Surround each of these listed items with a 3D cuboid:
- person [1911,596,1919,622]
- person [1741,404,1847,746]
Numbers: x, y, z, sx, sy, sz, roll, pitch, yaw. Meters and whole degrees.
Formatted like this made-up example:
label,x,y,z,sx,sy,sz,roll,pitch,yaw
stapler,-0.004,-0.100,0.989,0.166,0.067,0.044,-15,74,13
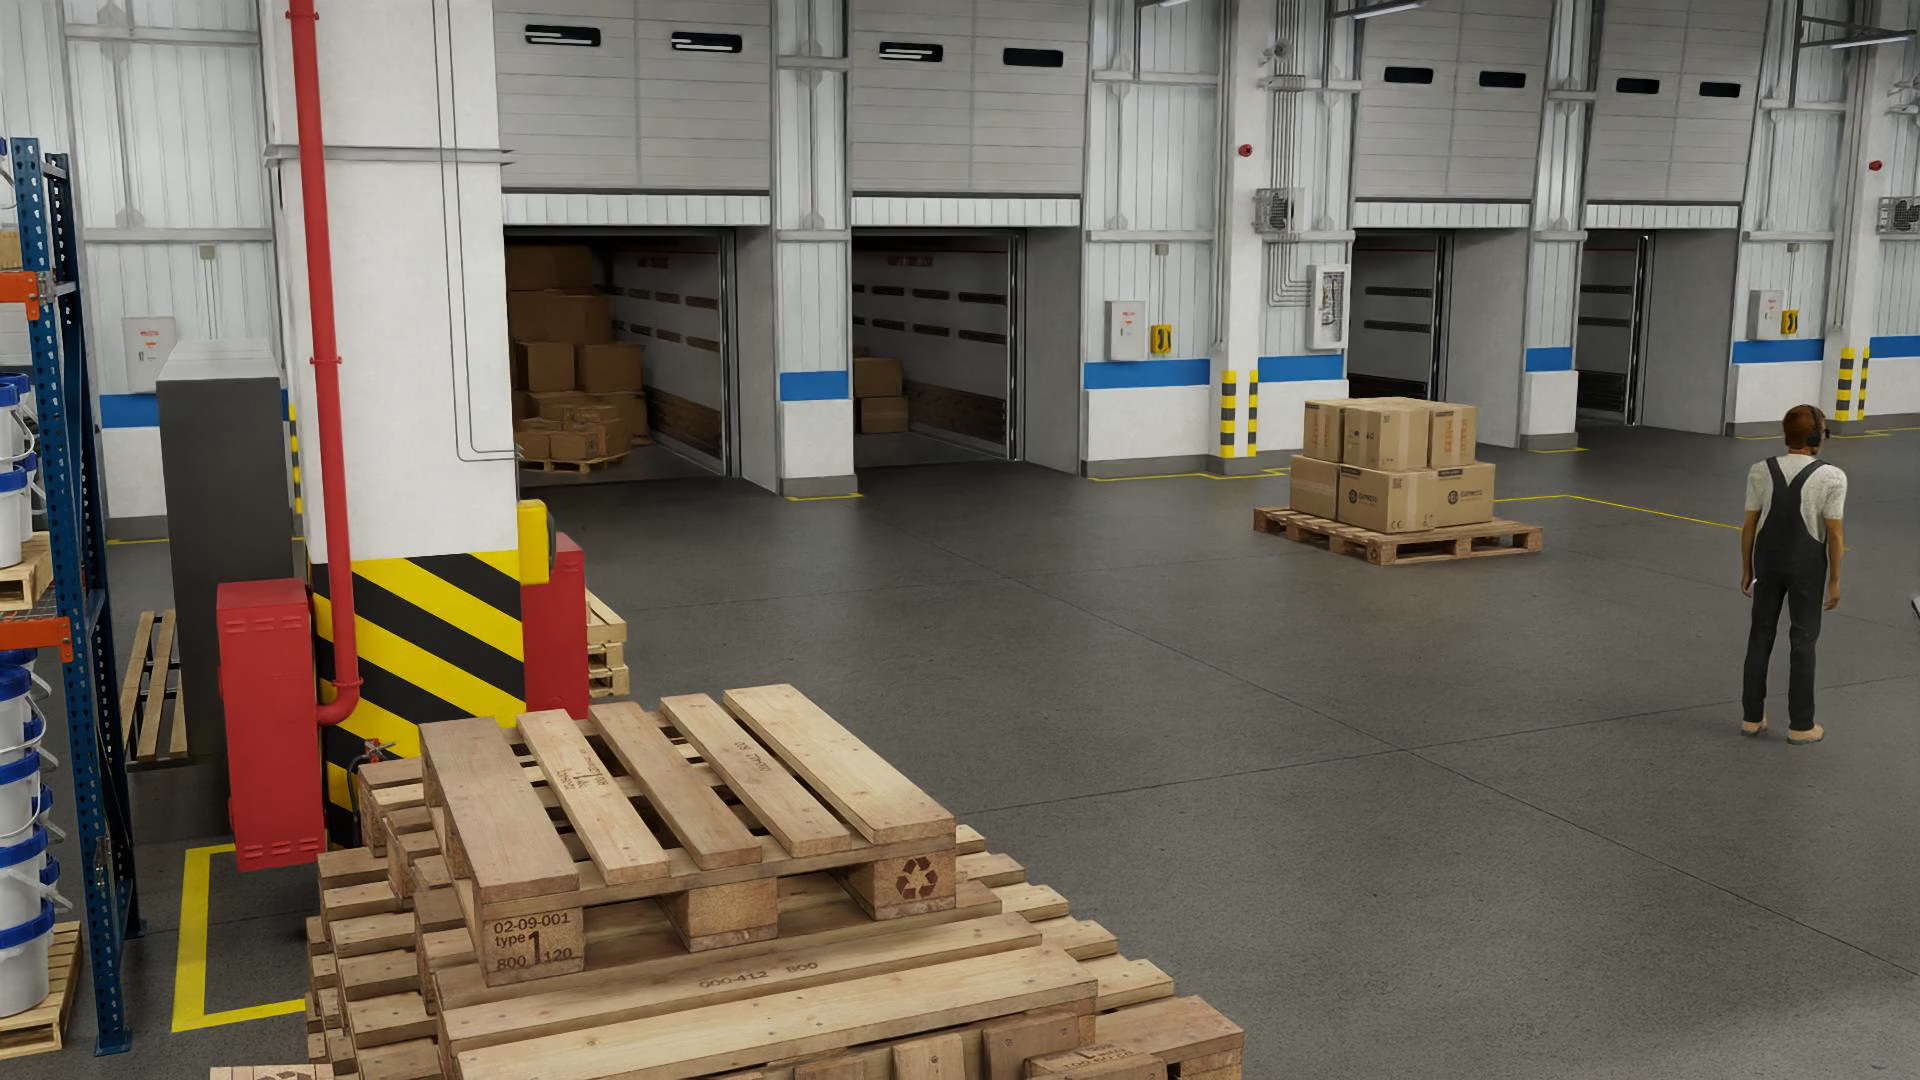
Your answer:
label,x,y,z,sx,sy,sz,roll,pitch,yaw
person,6.772,-0.088,11.184,0.523,1.611,0.781,-4,11,-19
person,4.498,0.187,9.016,0.507,1.842,0.339,10,14,44
